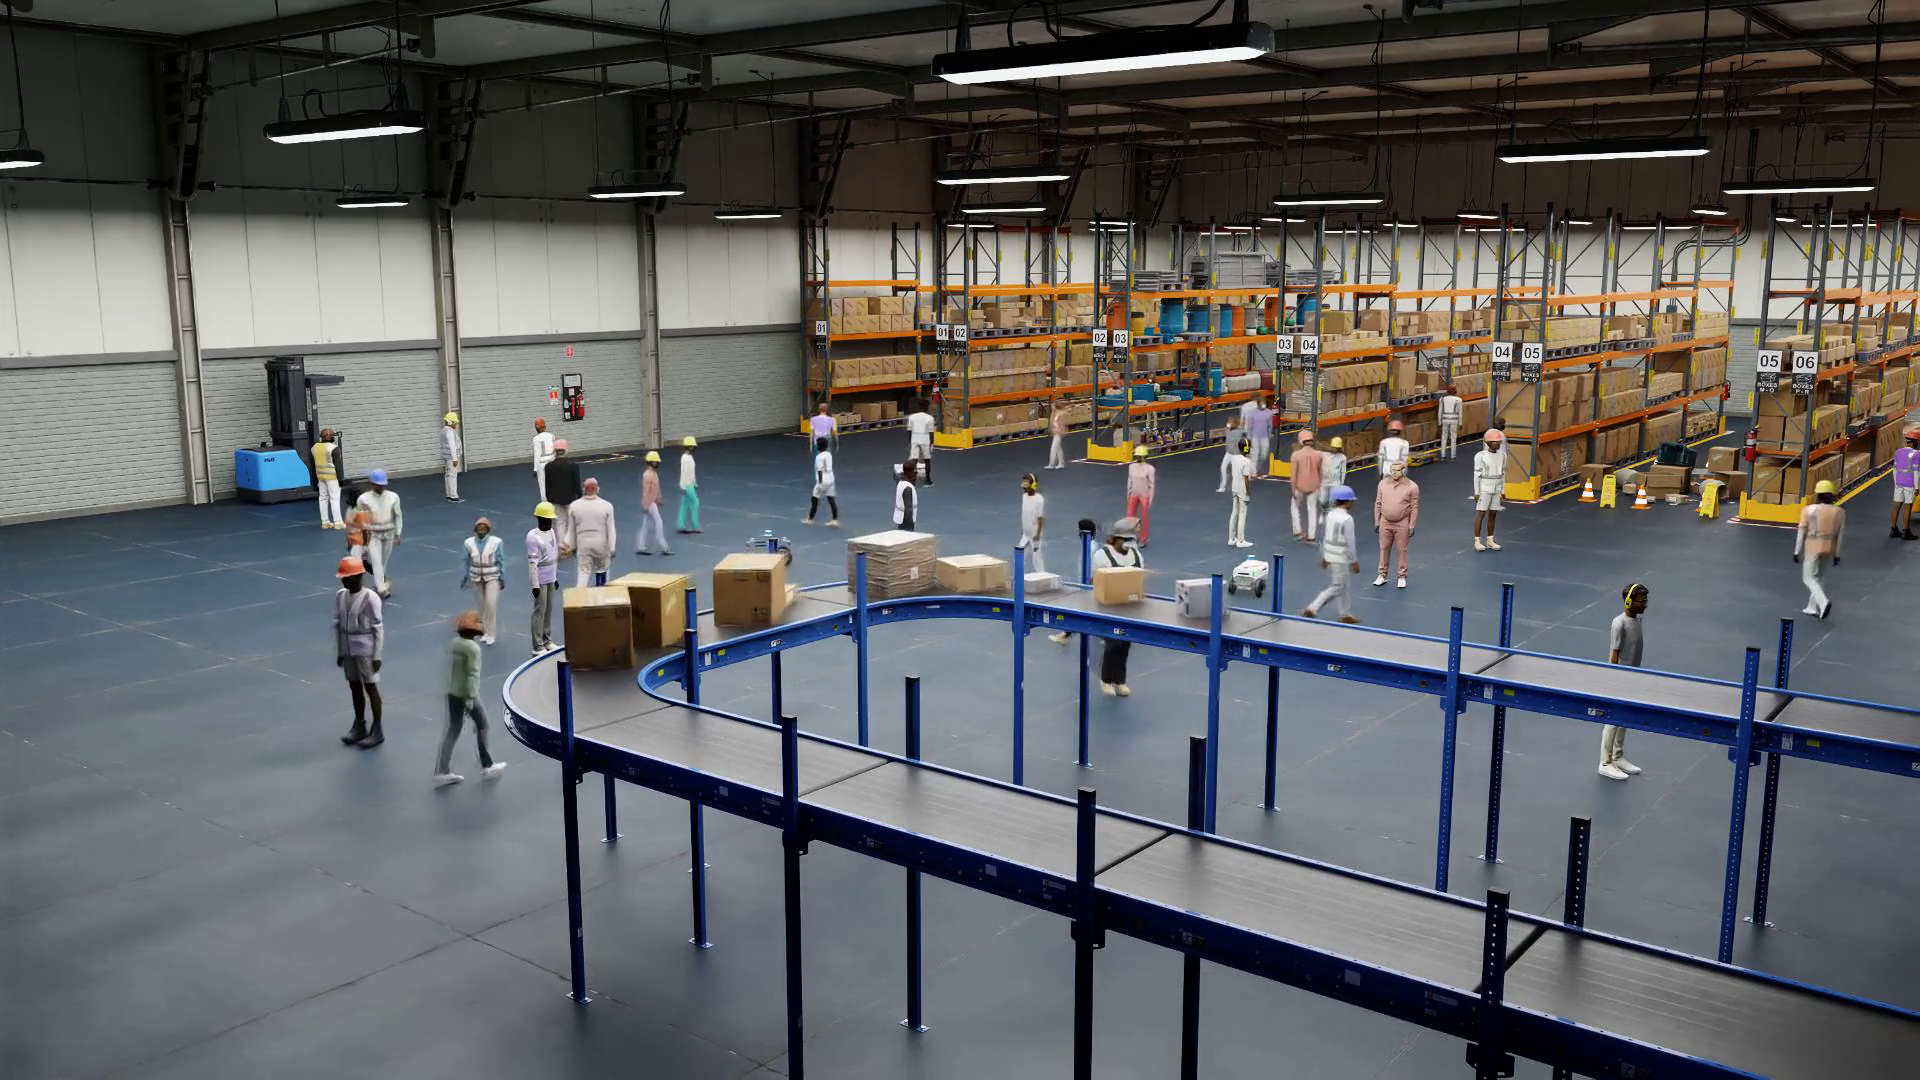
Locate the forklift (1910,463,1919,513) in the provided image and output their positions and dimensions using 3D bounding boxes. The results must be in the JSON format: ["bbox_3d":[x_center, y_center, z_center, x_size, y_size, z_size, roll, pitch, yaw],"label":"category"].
[{"bbox_3d":[19.034,-1.348,28.998,2.313,2.155,1.214,8,13,37],"label":"forklift"}]

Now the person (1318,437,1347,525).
[{"bbox_3d":[6.767,-1.047,28.513,0.517,1.715,0.518,3,10,14],"label":"person"}]

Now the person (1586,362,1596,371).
[{"bbox_3d":[19.465,-4.659,48.268,0.545,1.929,0.389,-3,10,-15],"label":"person"}]

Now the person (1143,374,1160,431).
[{"bbox_3d":[5.564,-3.995,45.353,0.502,1.632,0.279,7,12,35],"label":"person"}]

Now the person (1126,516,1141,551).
[{"bbox_3d":[2.185,0.478,20.305,0.904,1.584,0.499,3,11,18],"label":"person"}]

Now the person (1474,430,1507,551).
[{"bbox_3d":[8.966,-0.843,26.443,0.615,2.047,0.360,-3,11,-18],"label":"person"}]

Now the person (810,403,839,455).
[{"bbox_3d":[-2.946,-2.083,34.139,0.592,1.789,0.975,1,10,8],"label":"person"}]

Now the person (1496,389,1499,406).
[{"bbox_3d":[13.068,-2.810,37.698,0.616,2.007,1.054,8,13,37],"label":"person"}]

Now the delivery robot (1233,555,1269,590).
[{"bbox_3d":[4.304,0.469,23.118,0.477,0.478,0.707,5,11,28],"label":"delivery robot"}]

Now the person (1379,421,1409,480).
[{"bbox_3d":[8.176,-1.296,29.411,0.564,1.889,0.950,6,11,29],"label":"person"}]

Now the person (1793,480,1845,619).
[{"bbox_3d":[11.746,0.143,21.314,0.597,1.905,0.732,0,10,-2],"label":"person"}]

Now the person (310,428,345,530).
[{"bbox_3d":[-11.520,-1.119,28.592,0.620,1.840,0.430,4,11,22],"label":"person"}]

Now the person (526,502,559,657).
[{"bbox_3d":[-5.126,0.479,19.353,0.376,1.922,0.594,2,10,10],"label":"person"}]

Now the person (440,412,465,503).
[{"bbox_3d":[-10.321,-1.679,31.788,0.403,1.822,0.588,-6,12,-32],"label":"person"}]

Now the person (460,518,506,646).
[{"bbox_3d":[-6.082,0.533,19.915,0.534,1.614,0.669,1,10,3],"label":"person"}]

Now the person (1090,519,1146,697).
[{"bbox_3d":[1.795,0.772,17.495,0.715,2.000,0.538,-6,12,-30],"label":"person"}]

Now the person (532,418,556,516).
[{"bbox_3d":[-8.003,-1.405,30.063,0.355,1.887,0.574,4,11,21],"label":"person"}]

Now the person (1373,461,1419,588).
[{"bbox_3d":[6.522,-0.244,23.472,0.642,1.908,0.407,6,12,31],"label":"person"}]

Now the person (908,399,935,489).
[{"bbox_3d":[-0.851,-2.086,33.845,0.627,1.925,0.699,3,10,16],"label":"person"}]

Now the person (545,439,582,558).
[{"bbox_3d":[-6.501,-0.673,25.657,0.645,1.981,0.464,2,10,10],"label":"person"}]

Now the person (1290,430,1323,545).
[{"bbox_3d":[5.977,-0.920,27.091,0.609,1.970,0.692,-1,10,-8],"label":"person"}]

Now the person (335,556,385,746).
[{"bbox_3d":[-6.067,1.111,15.760,0.551,1.936,0.378,5,11,26],"label":"person"}]

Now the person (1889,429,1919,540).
[{"bbox_3d":[16.708,-0.986,27.577,0.363,1.933,0.543,-2,10,-13],"label":"person"}]

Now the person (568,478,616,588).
[{"bbox_3d":[-5.108,0.072,21.765,0.663,1.885,0.806,0,10,1],"label":"person"}]

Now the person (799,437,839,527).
[{"bbox_3d":[-2.586,-1.063,28.739,0.814,1.657,0.555,4,11,22],"label":"person"}]

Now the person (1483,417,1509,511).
[{"bbox_3d":[10.540,-1.505,30.760,0.429,1.839,0.634,-2,10,-12],"label":"person"}]

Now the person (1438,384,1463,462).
[{"bbox_3d":[12.008,-2.870,38.314,0.585,1.882,0.337,7,12,34],"label":"person"}]

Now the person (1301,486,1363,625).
[{"bbox_3d":[4.966,0.233,20.775,0.849,1.920,0.603,-1,10,-6],"label":"person"}]

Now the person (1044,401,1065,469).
[{"bbox_3d":[2.178,-2.455,36.721,0.721,1.608,0.549,-4,11,-21],"label":"person"}]

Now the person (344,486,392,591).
[{"bbox_3d":[-8.635,0.036,22.598,0.801,1.658,0.547,-8,13,-37],"label":"person"}]

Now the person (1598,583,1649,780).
[{"bbox_3d":[6.301,1.322,14.803,0.312,1.863,0.515,10,14,43],"label":"person"}]

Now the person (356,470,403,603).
[{"bbox_3d":[-8.321,-0.063,22.487,0.611,1.882,1.041,-8,13,-37],"label":"person"}]

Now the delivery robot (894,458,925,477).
[{"bbox_3d":[-1.088,-1.565,34.566,0.707,0.478,0.477,-1,10,-8],"label":"delivery robot"}]

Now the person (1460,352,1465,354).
[{"bbox_3d":[16.119,-5.035,50.220,0.615,1.987,0.407,1,10,6],"label":"person"}]

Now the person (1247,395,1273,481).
[{"bbox_3d":[6.660,-2.274,34.871,0.621,1.924,0.488,-2,10,-12],"label":"person"}]

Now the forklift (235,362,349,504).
[{"bbox_3d":[-13.803,-2.244,32.110,1.129,2.768,1.873,8,13,37],"label":"forklift"}]

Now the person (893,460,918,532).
[{"bbox_3d":[-0.805,-0.245,23.451,0.373,1.914,0.597,-2,10,-11],"label":"person"}]

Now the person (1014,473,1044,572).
[{"bbox_3d":[0.923,-0.030,22.425,0.767,1.846,0.555,-7,12,-34],"label":"person"}]

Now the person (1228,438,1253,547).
[{"bbox_3d":[4.835,-0.817,26.844,0.333,1.861,0.496,-5,11,-25],"label":"person"}]

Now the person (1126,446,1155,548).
[{"bbox_3d":[3.036,-0.730,26.616,0.547,1.749,0.523,7,13,36],"label":"person"}]

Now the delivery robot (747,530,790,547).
[{"bbox_3d":[-3.092,-0.039,25.245,0.698,0.223,0.335,-1,10,-8],"label":"delivery robot"}]

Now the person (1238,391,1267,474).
[{"bbox_3d":[6.810,-2.491,36.148,0.756,1.888,0.768,8,13,40],"label":"person"}]

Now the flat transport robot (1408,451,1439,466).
[{"bbox_3d":[11.049,-1.977,37.947,0.652,0.197,1.431,7,12,36],"label":"flat transport robot"}]

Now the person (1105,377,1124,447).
[{"bbox_3d":[4.151,-3.348,41.024,0.752,1.882,0.413,-5,11,-27],"label":"person"}]

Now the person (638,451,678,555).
[{"bbox_3d":[-5.015,-0.600,25.942,0.805,1.732,0.544,0,10,1],"label":"person"}]

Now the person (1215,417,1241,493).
[{"bbox_3d":[5.679,-1.787,32.973,0.681,1.607,0.507,-6,12,-31],"label":"person"}]

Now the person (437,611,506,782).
[{"bbox_3d":[-4.621,1.465,14.705,0.519,1.596,0.765,9,13,40],"label":"person"}]

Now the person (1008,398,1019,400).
[{"bbox_3d":[1.505,-4.492,47.714,0.602,1.798,0.884,9,14,43],"label":"person"}]

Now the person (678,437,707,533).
[{"bbox_3d":[-4.789,-0.984,28.074,0.692,1.736,0.557,0,10,0],"label":"person"}]

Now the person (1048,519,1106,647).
[{"bbox_3d":[1.615,0.543,19.772,0.909,1.637,0.536,2,10,13],"label":"person"}]
